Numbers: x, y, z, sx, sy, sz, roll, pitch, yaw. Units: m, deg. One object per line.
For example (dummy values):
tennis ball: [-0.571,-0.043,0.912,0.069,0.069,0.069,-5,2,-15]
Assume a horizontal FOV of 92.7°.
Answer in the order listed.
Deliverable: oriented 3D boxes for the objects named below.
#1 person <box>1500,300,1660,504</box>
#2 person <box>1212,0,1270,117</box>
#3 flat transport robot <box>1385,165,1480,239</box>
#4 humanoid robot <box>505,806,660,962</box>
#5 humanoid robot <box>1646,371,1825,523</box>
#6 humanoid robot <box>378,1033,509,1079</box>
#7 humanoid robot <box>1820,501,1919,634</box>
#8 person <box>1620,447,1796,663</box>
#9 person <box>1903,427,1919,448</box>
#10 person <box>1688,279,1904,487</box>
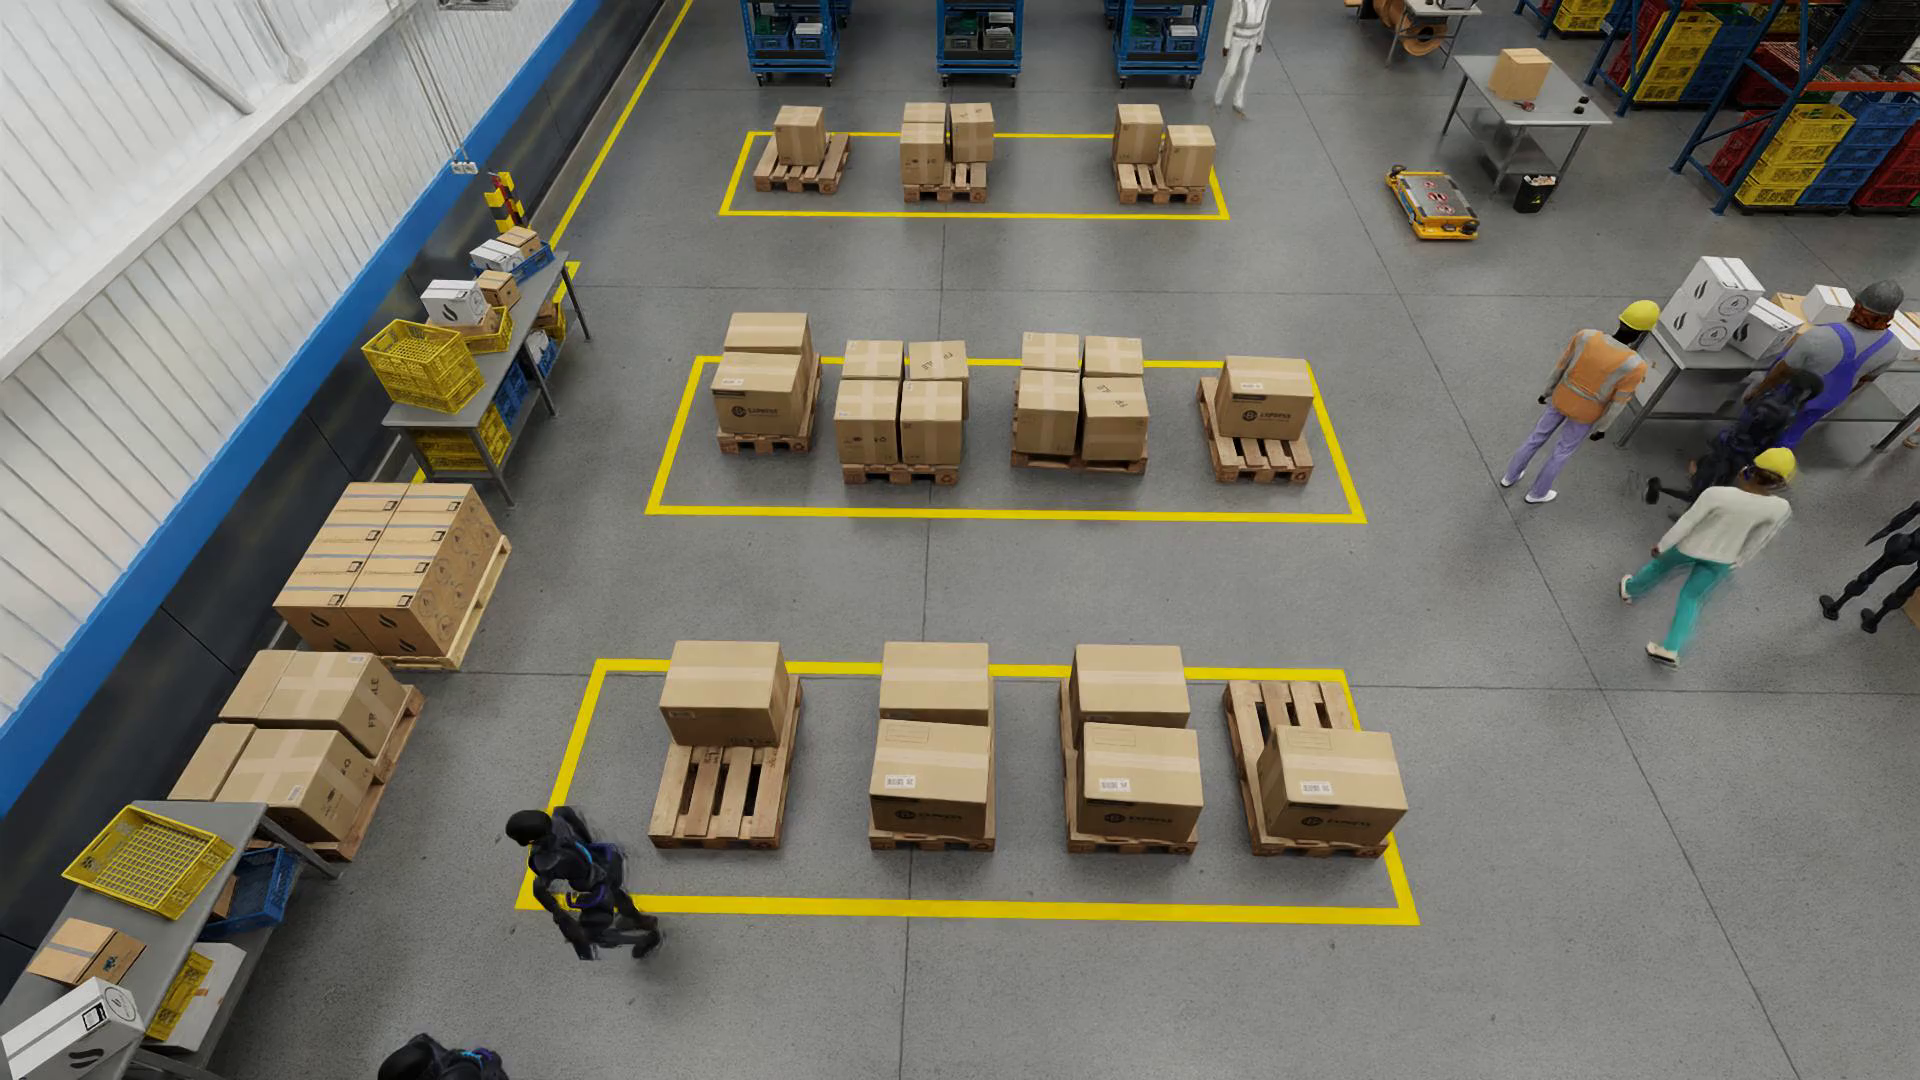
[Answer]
person: [4.985,-1.092,7.382,0.380,1.924,0.592,-24,53,-19]
person: [3.788,-6.646,12.219,0.580,1.881,0.370,-18,51,-15]
flat transport robot: [5.692,-4.094,11.059,0.652,0.197,1.431,1,49,1]
humanoid robot: [-2.010,1.900,4.957,0.363,1.637,0.621,-2,49,-2]
humanoid robot: [6.037,-0.724,7.229,0.624,1.645,0.482,-13,50,-11]
humanoid robot: [-2.228,2.648,4.309,0.597,1.655,0.296,37,58,27]
humanoid robot: [6.976,0.029,6.574,0.581,1.651,0.326,23,53,19]
person: [5.274,0.099,6.487,0.562,1.714,0.876,17,51,14]
person: [8.971,-1.488,7.681,0.377,1.995,0.610,-37,59,-28]
person: [6.768,-1.223,7.421,0.679,2.000,0.538,7,50,6]
